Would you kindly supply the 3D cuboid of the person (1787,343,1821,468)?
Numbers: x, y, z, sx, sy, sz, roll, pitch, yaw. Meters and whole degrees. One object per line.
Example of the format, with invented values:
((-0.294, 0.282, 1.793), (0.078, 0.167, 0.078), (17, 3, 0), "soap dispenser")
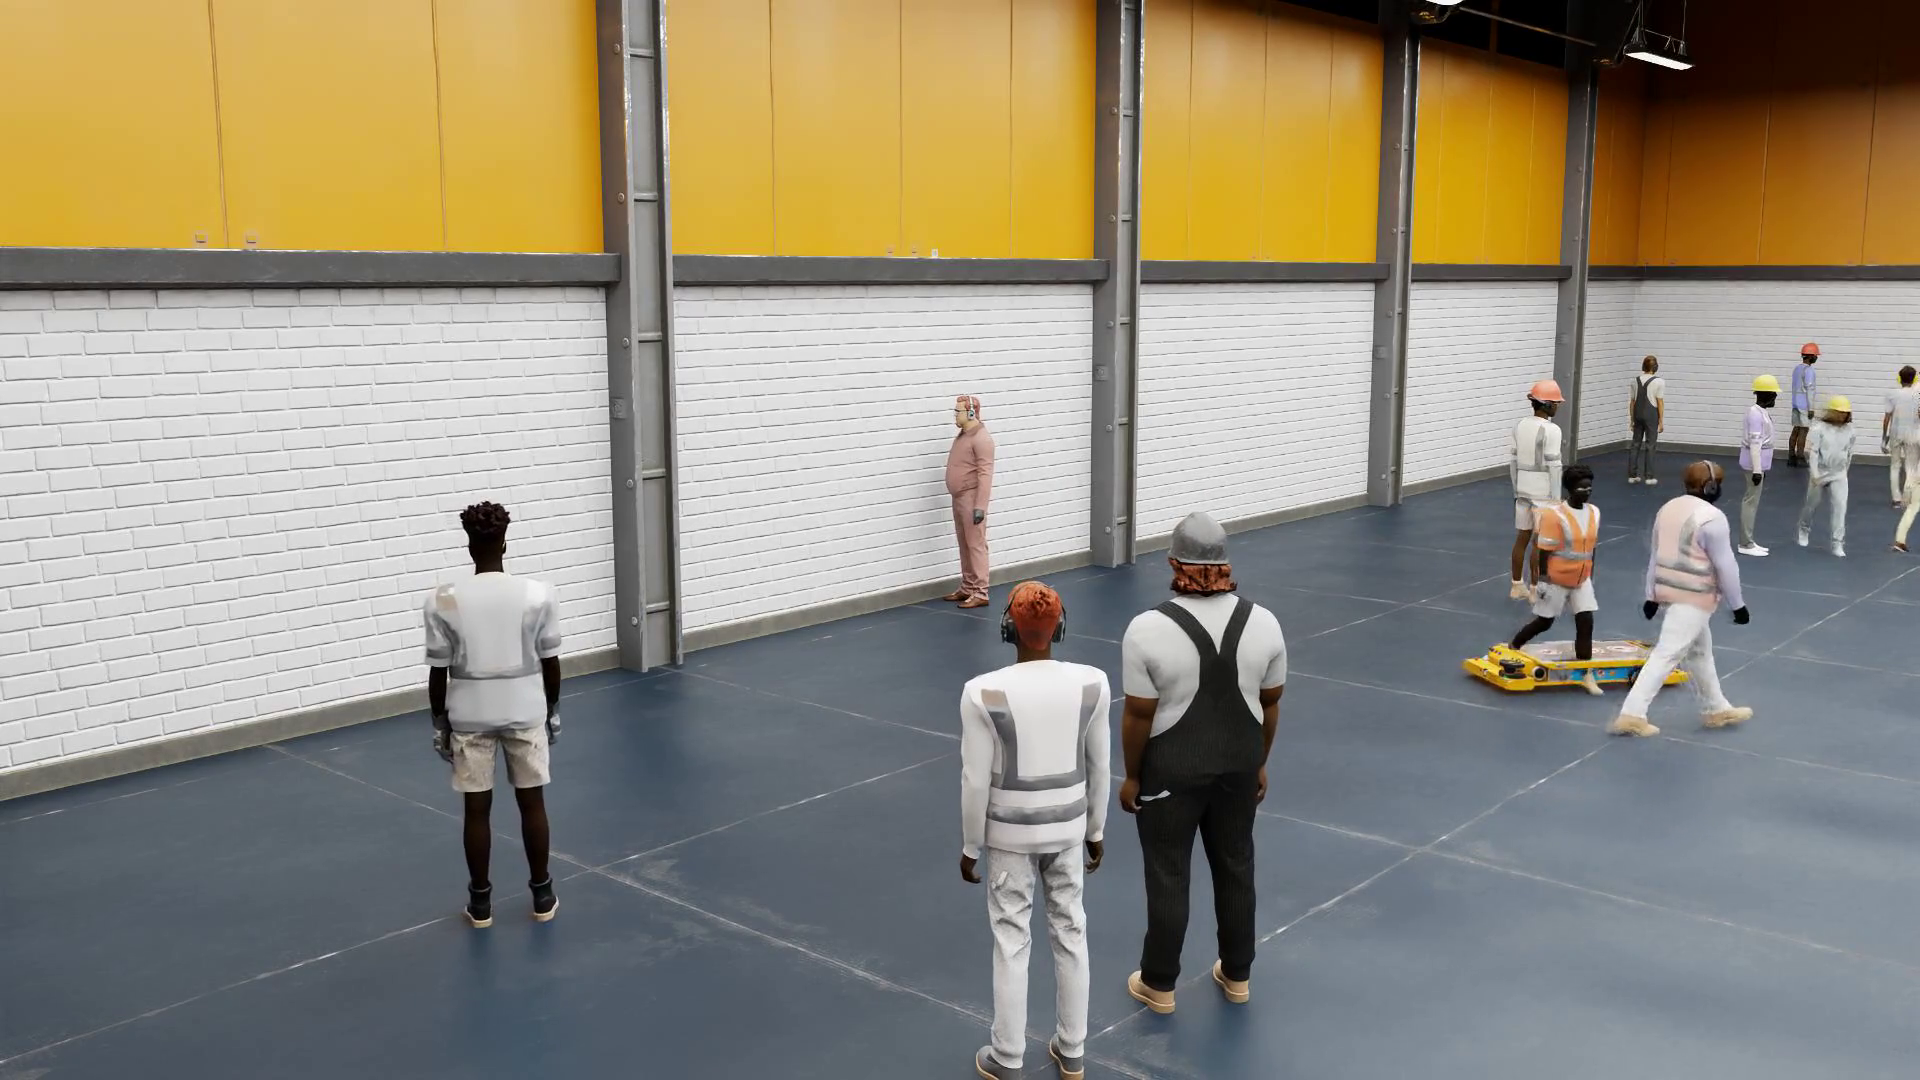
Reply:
((13.084, -2.079, 25.740), (0.363, 1.935, 0.551), (0, 9, 1), "person")

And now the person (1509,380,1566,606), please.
((5.231, -0.424, 15.013), (0.378, 2.041, 0.616), (-3, 10, -18), "person")

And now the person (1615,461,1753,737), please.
((4.713, 0.383, 10.773), (1.019, 1.792, 0.618), (-1, 9, -3), "person")

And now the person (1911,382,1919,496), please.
((12.884, -1.500, 22.099), (0.550, 1.937, 0.357), (-1, 9, -6), "person")

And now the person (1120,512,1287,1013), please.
((0.937, 0.891, 6.766), (0.679, 2.000, 0.537), (-2, 9, -15), "person")

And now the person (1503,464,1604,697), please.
((4.302, 0.254, 11.975), (0.560, 1.657, 0.799), (-4, 10, -24), "person")

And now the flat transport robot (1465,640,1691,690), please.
((4.526, 0.905, 12.212), (1.431, 0.197, 0.652), (-1, 9, -9), "flat transport robot")

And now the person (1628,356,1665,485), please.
((9.786, -1.703, 23.712), (0.341, 1.839, 0.501), (-7, 11, -36), "person")

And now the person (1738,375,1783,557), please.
((8.504, -0.797, 17.720), (0.364, 1.927, 0.587), (5, 10, 27), "person")

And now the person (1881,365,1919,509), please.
((11.990, -1.293, 21.103), (0.540, 1.843, 0.719), (4, 10, 25), "person")

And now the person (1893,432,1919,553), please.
((10.405, -0.643, 17.825), (0.888, 1.585, 0.511), (-4, 10, -25), "person")

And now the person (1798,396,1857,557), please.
((9.349, -0.716, 17.921), (0.480, 1.699, 0.900), (2, 9, 11), "person")

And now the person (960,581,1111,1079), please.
((0.270, 1.080, 6.076), (0.576, 1.882, 0.355), (-3, 10, -18), "person")

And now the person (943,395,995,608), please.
((0.067, -0.347, 14.955), (0.409, 1.906, 0.652), (-3, 10, -20), "person")

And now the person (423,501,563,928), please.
((-2.115, 0.798, 7.605), (0.609, 1.963, 0.368), (-2, 9, -15), "person")
